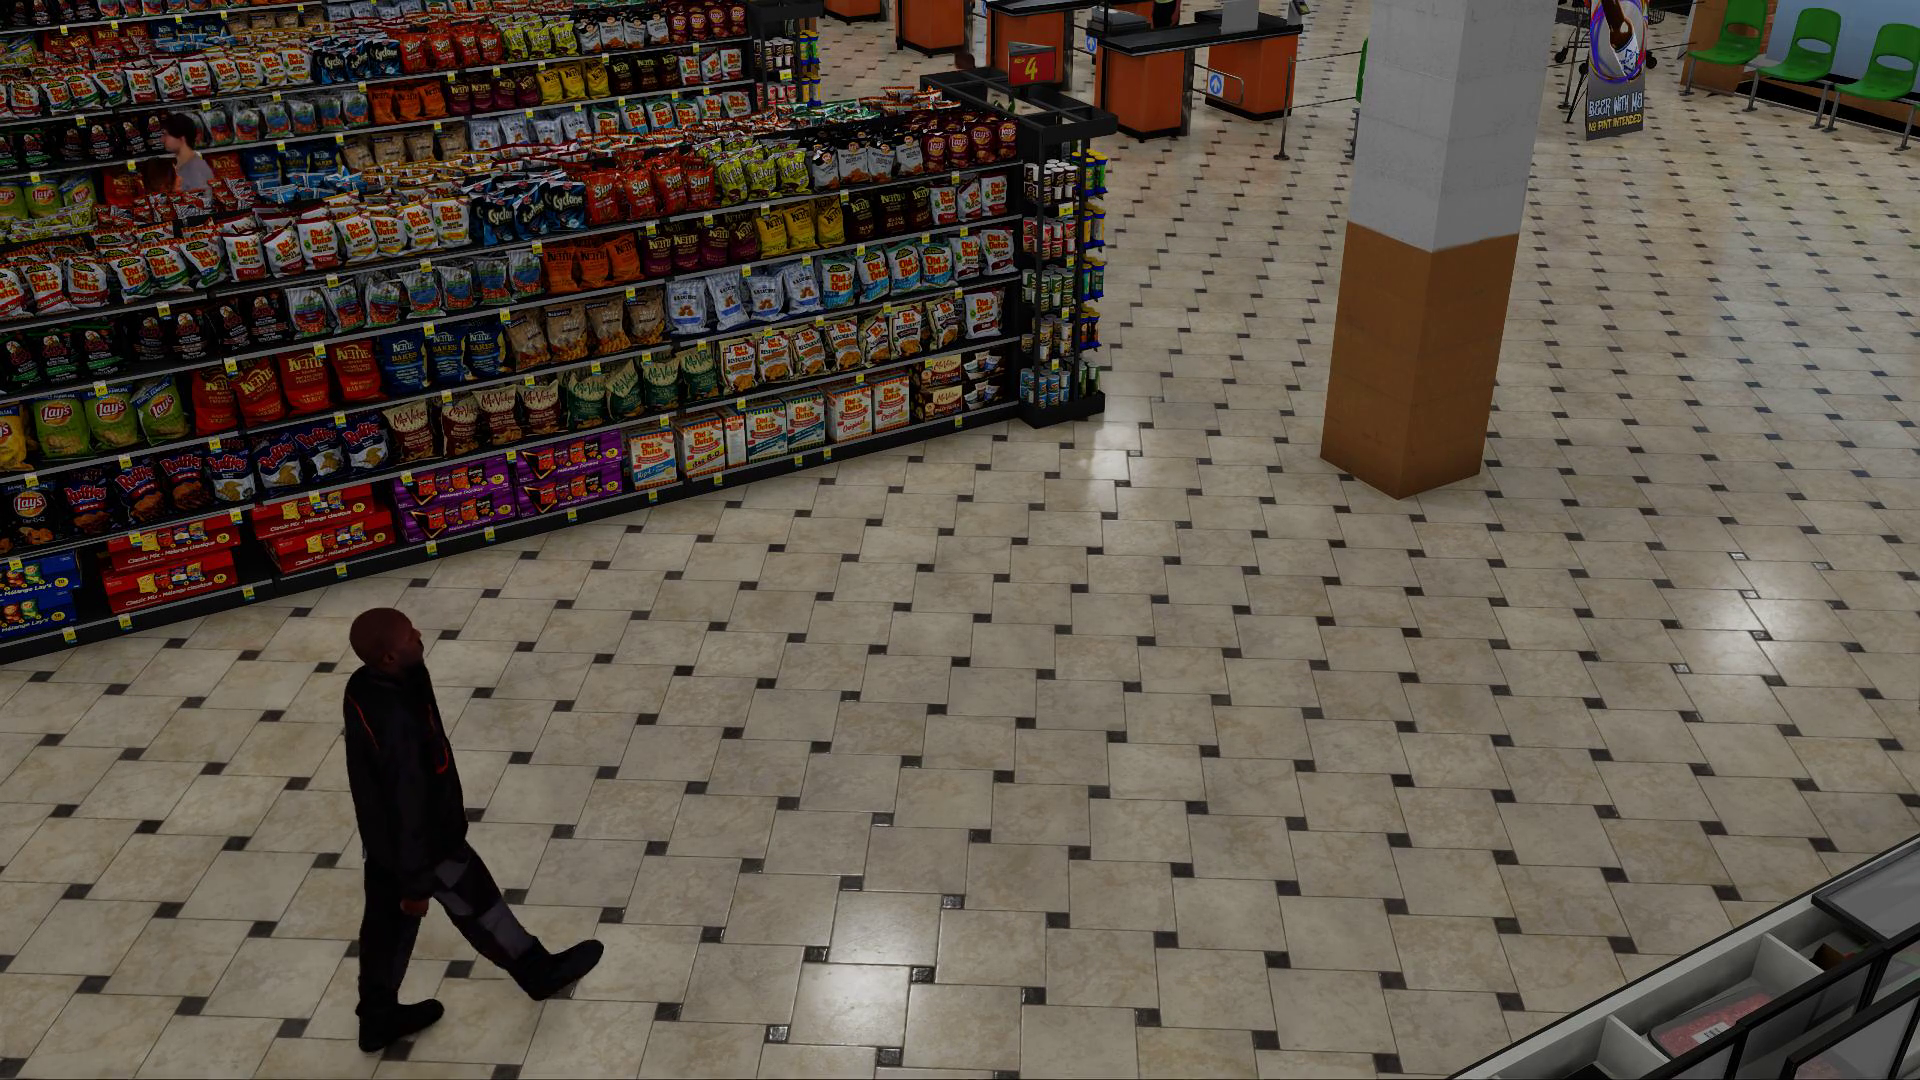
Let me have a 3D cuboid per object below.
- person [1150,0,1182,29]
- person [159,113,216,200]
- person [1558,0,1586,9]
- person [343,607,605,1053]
[{"bbox_3d":[2.325,-5.915,18.606,0.525,1.754,0.574,-18,34,-30],"label":"person"},{"bbox_3d":[-5.049,-1.990,11.355,1.130,1.814,0.708,-18,33,-30],"label":"person"},{"bbox_3d":[8.561,-8.332,22.944,0.663,1.840,0.772,-23,36,-36],"label":"person"},{"bbox_3d":[-2.006,1.067,5.777,1.139,1.793,0.755,-17,33,-29],"label":"person"}]
